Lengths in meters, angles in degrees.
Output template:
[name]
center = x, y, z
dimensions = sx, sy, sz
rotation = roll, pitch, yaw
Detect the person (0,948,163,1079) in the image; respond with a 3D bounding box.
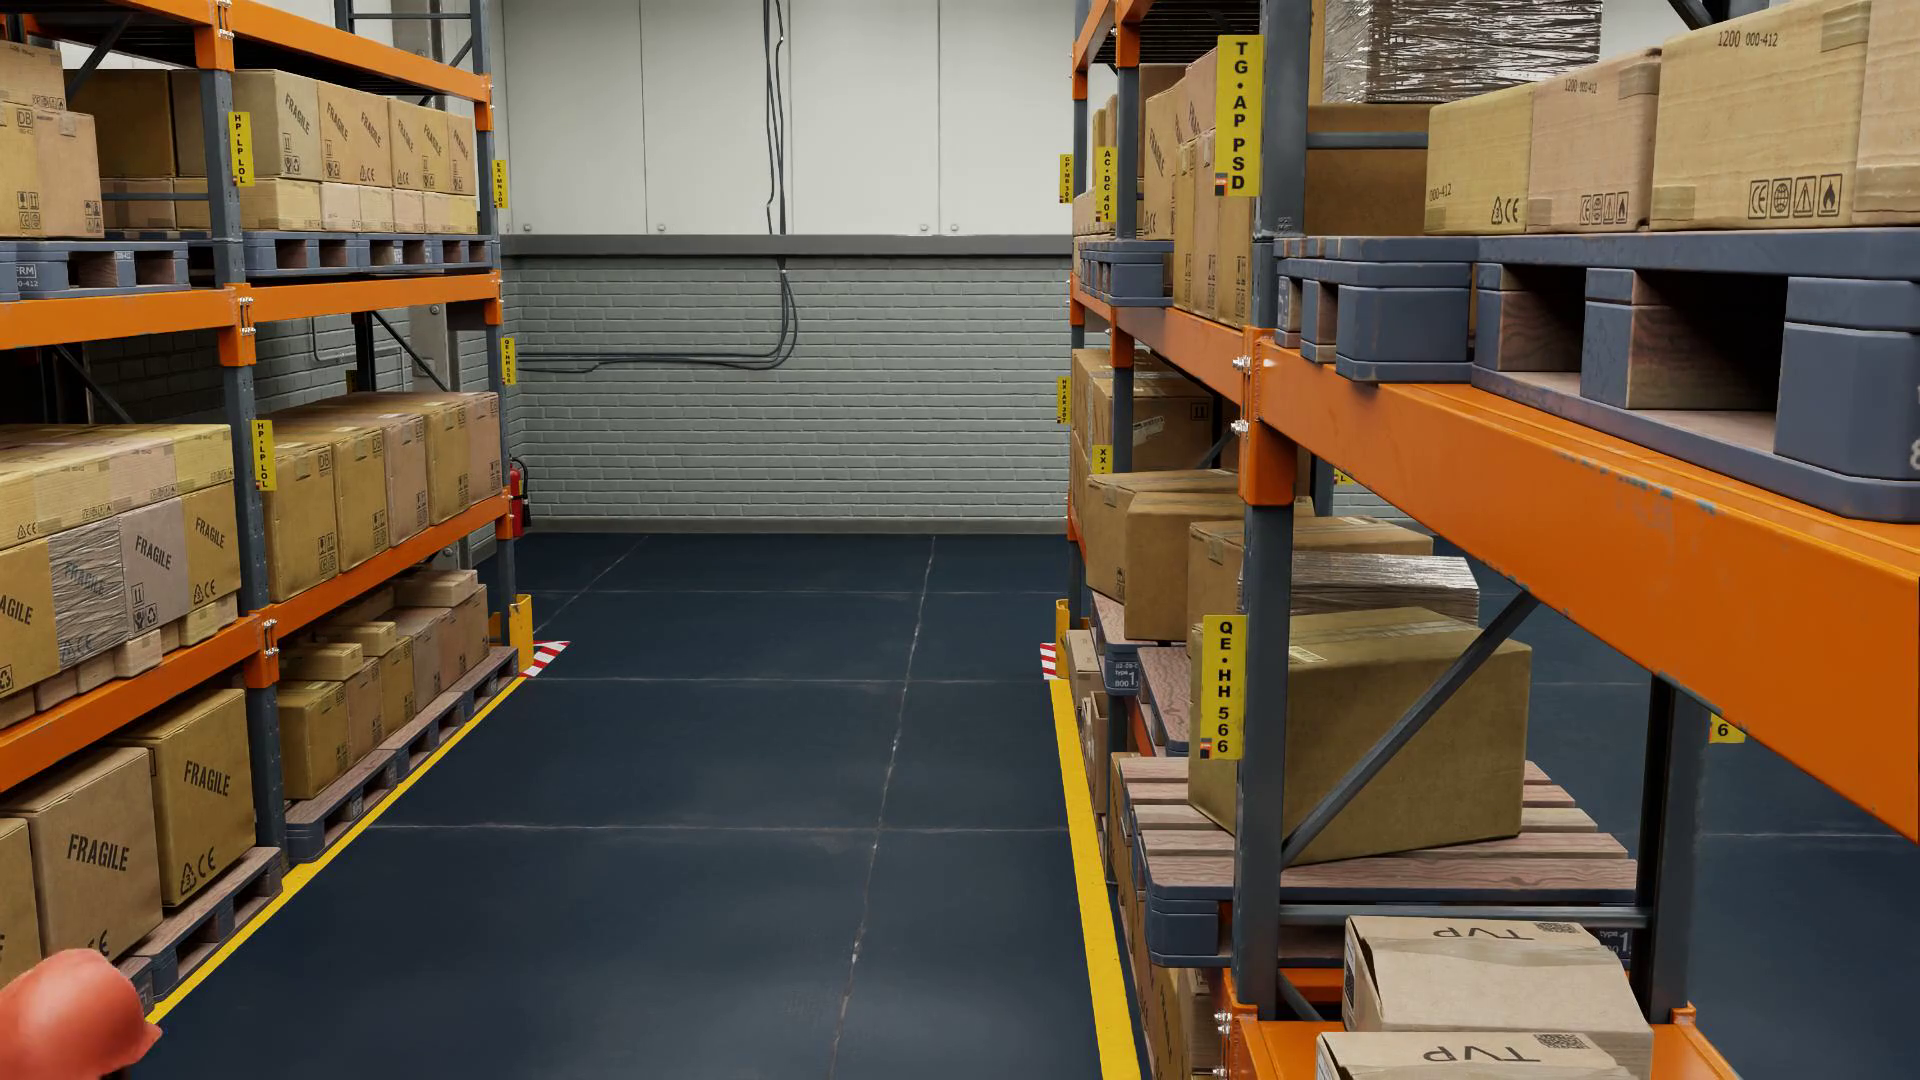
[person]
center = -1.404, 1.596, 2.846
dimensions = 0.569, 1.891, 0.954
rotation = 2, 10, 11
